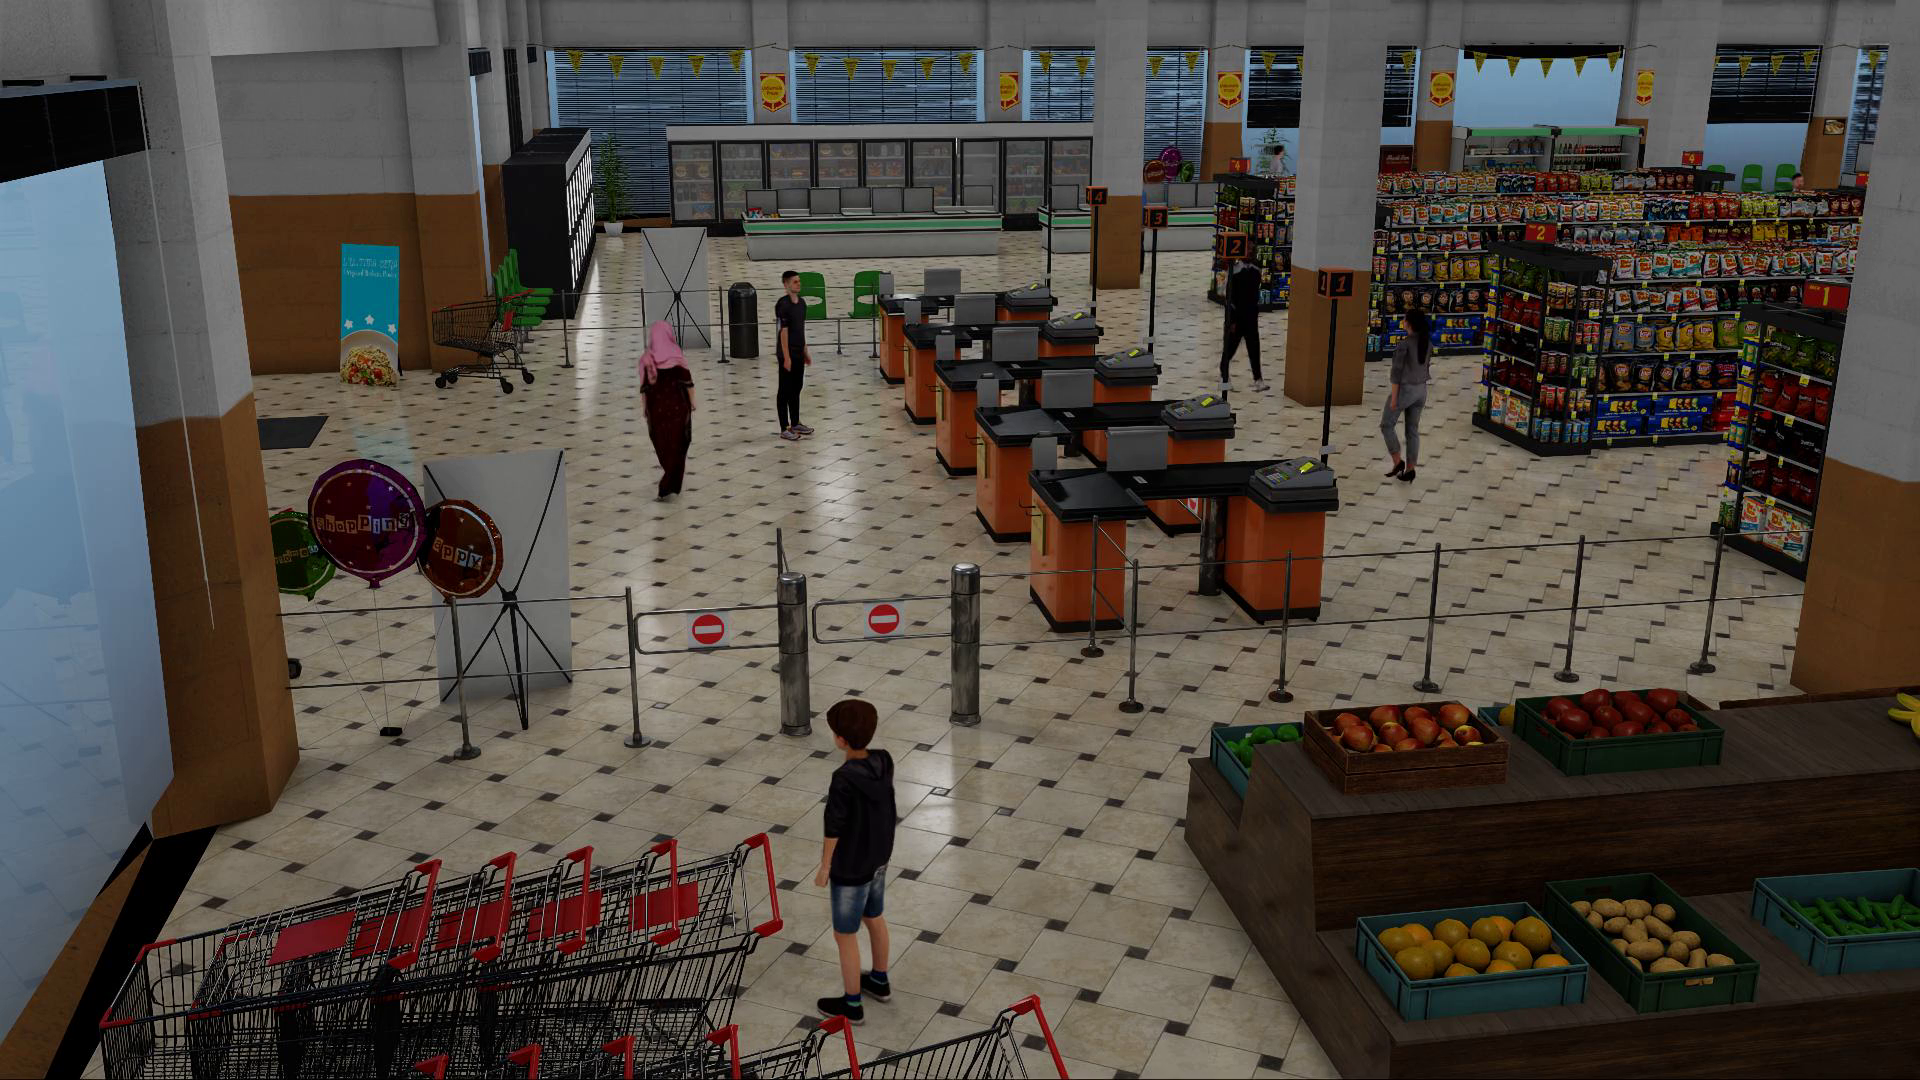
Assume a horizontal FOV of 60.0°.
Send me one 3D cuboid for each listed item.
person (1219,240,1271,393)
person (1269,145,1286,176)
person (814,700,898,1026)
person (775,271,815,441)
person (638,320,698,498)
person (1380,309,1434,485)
[{"bbox_3d":[3.302,-2.658,19.846,1.167,1.786,0.887,-6,18,-20],"label":"person"},{"bbox_3d":[6.746,-7.576,35.952,1.112,1.839,0.736,-4,17,-14],"label":"person"},{"bbox_3d":[-0.433,1.369,7.169,0.687,1.446,0.629,11,20,32],"label":"person"},{"bbox_3d":[-1.782,-1.969,17.616,0.753,1.764,0.727,8,19,25],"label":"person"},{"bbox_3d":[-2.704,-1.171,15.289,1.099,1.589,0.947,3,17,10],"label":"person"},{"bbox_3d":[4.277,-1.324,15.668,0.641,1.662,0.766,-9,19,-27],"label":"person"}]
